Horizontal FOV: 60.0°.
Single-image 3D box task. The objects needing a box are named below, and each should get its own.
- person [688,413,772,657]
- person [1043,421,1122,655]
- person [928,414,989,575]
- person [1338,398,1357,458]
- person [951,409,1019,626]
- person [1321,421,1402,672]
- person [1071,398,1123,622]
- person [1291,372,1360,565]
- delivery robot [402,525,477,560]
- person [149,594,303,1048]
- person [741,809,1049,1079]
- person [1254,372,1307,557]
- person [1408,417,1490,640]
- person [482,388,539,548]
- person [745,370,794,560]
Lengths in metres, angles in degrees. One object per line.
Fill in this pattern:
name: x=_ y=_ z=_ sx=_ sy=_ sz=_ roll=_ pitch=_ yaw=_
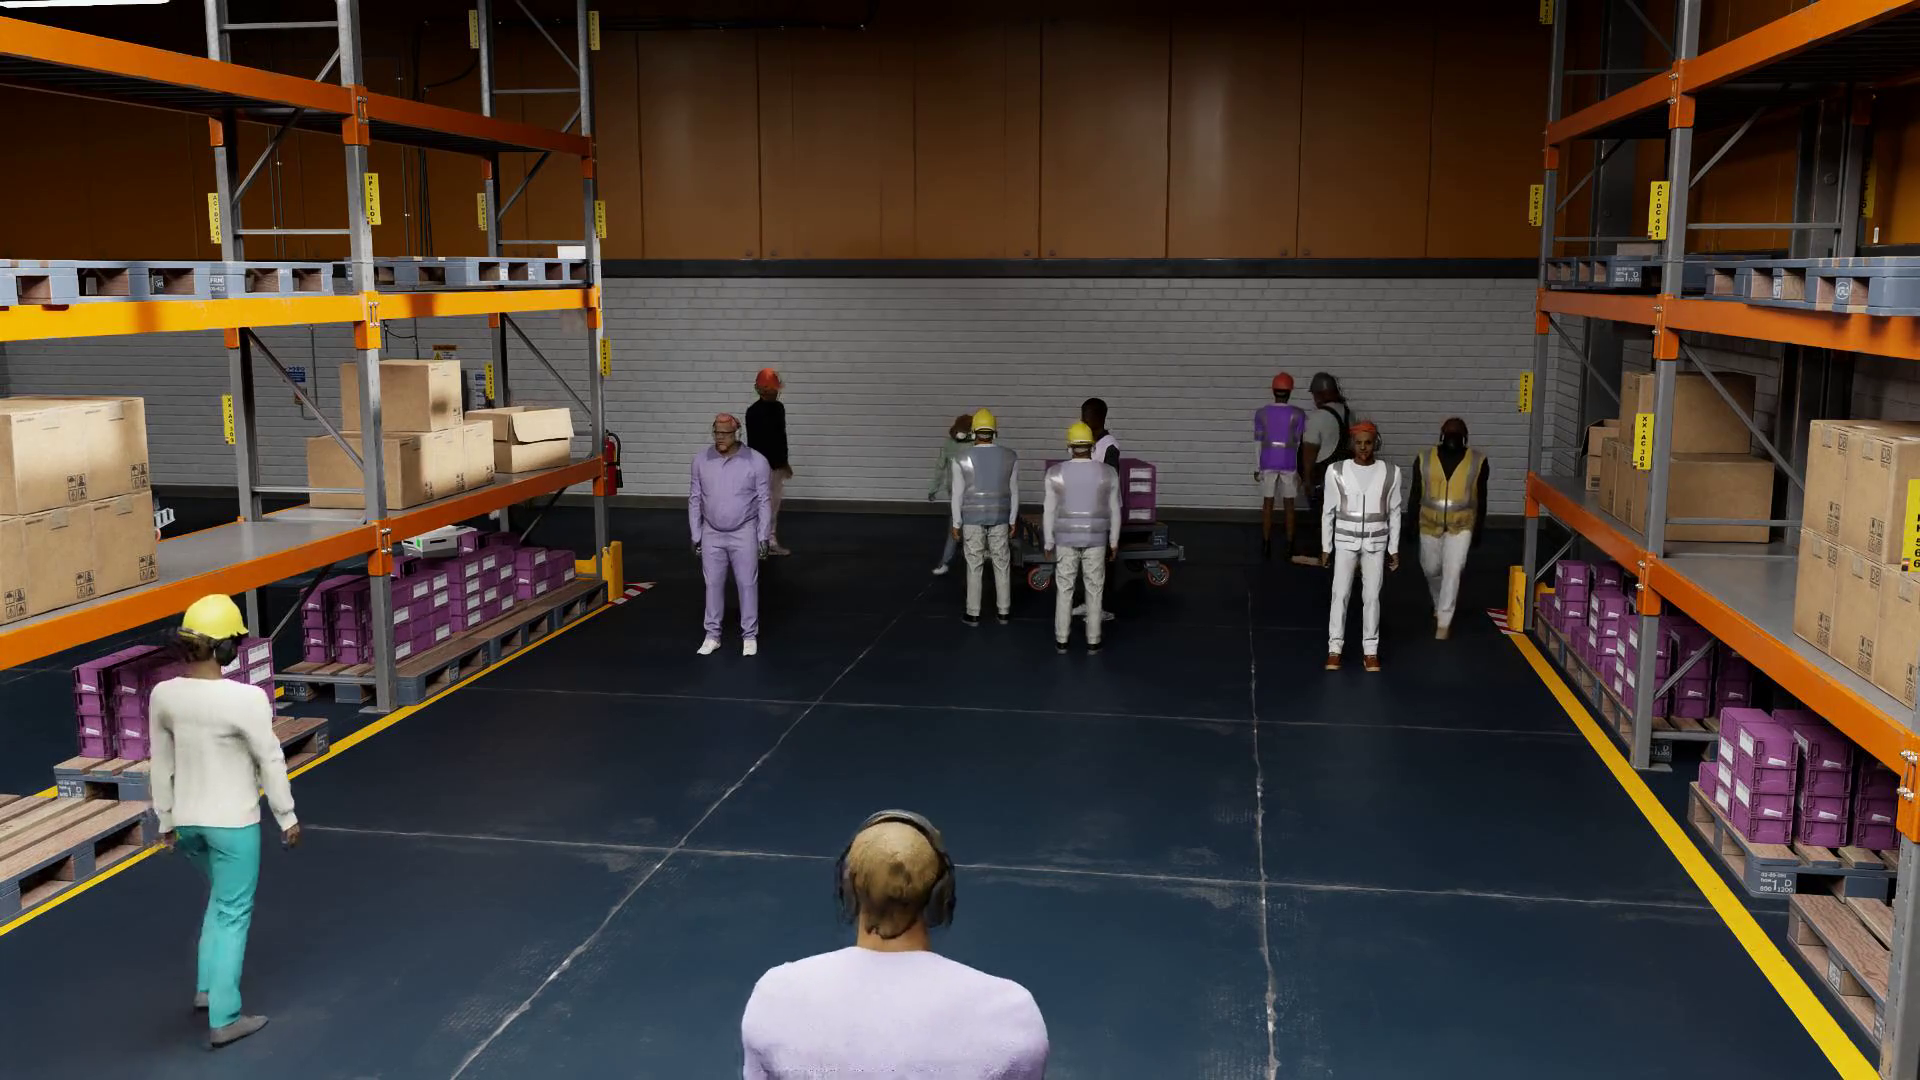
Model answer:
person: x=-1.792 y=-0.038 z=12.904 sx=0.651 sy=1.904 sz=0.402 roll=1 pitch=9 yaw=6
person: x=0.953 y=-0.007 z=12.956 sx=0.621 sy=1.828 sz=0.408 roll=0 pitch=9 yaw=2
person: x=0.038 y=-0.481 z=16.605 sx=0.523 sy=1.582 sz=0.865 roll=9 pitch=13 yaw=44
person: x=4.103 y=-0.765 z=18.222 sx=0.500 sy=1.633 sz=0.280 roll=3 pitch=10 yaw=16
person: x=0.206 y=-0.186 z=14.028 sx=0.589 sy=1.835 sz=0.404 roll=-2 pitch=9 yaw=-12
person: x=2.991 y=0.050 z=12.421 sx=0.581 sy=1.882 sz=0.339 roll=1 pitch=9 yaw=9
person: x=1.177 y=-0.261 z=14.236 sx=0.391 sy=1.919 sz=0.587 roll=-3 pitch=10 yaw=-20
person: x=3.702 y=-0.699 z=16.558 sx=0.677 sy=2.000 sz=0.941 roll=-9 pitch=13 yaw=-43
delivery robot: x=-5.150 y=0.010 z=16.466 sx=0.477 sy=0.478 sz=0.707 roll=8 pitch=12 yaw=41
person: x=-2.864 y=1.083 z=6.484 sx=0.535 sy=1.752 sz=0.475 roll=4 pitch=10 yaw=21
person: x=-0.116 y=1.479 z=3.468 sx=0.654 sy=1.925 sz=0.515 roll=2 pitch=9 yaw=12
person: x=3.352 y=-0.785 z=17.411 sx=0.551 sy=1.935 sz=0.373 roll=3 pitch=10 yaw=18
person: x=4.038 y=-0.132 z=13.782 sx=0.628 sy=1.813 sz=0.828 roll=4 pitch=10 yaw=22
person: x=-4.314 y=-0.539 z=15.885 sx=0.606 sy=1.938 sz=0.885 roll=6 pitch=11 yaw=35
person: x=-1.985 y=-0.782 z=17.317 sx=0.397 sy=1.967 sz=0.674 roll=4 pitch=10 yaw=26
